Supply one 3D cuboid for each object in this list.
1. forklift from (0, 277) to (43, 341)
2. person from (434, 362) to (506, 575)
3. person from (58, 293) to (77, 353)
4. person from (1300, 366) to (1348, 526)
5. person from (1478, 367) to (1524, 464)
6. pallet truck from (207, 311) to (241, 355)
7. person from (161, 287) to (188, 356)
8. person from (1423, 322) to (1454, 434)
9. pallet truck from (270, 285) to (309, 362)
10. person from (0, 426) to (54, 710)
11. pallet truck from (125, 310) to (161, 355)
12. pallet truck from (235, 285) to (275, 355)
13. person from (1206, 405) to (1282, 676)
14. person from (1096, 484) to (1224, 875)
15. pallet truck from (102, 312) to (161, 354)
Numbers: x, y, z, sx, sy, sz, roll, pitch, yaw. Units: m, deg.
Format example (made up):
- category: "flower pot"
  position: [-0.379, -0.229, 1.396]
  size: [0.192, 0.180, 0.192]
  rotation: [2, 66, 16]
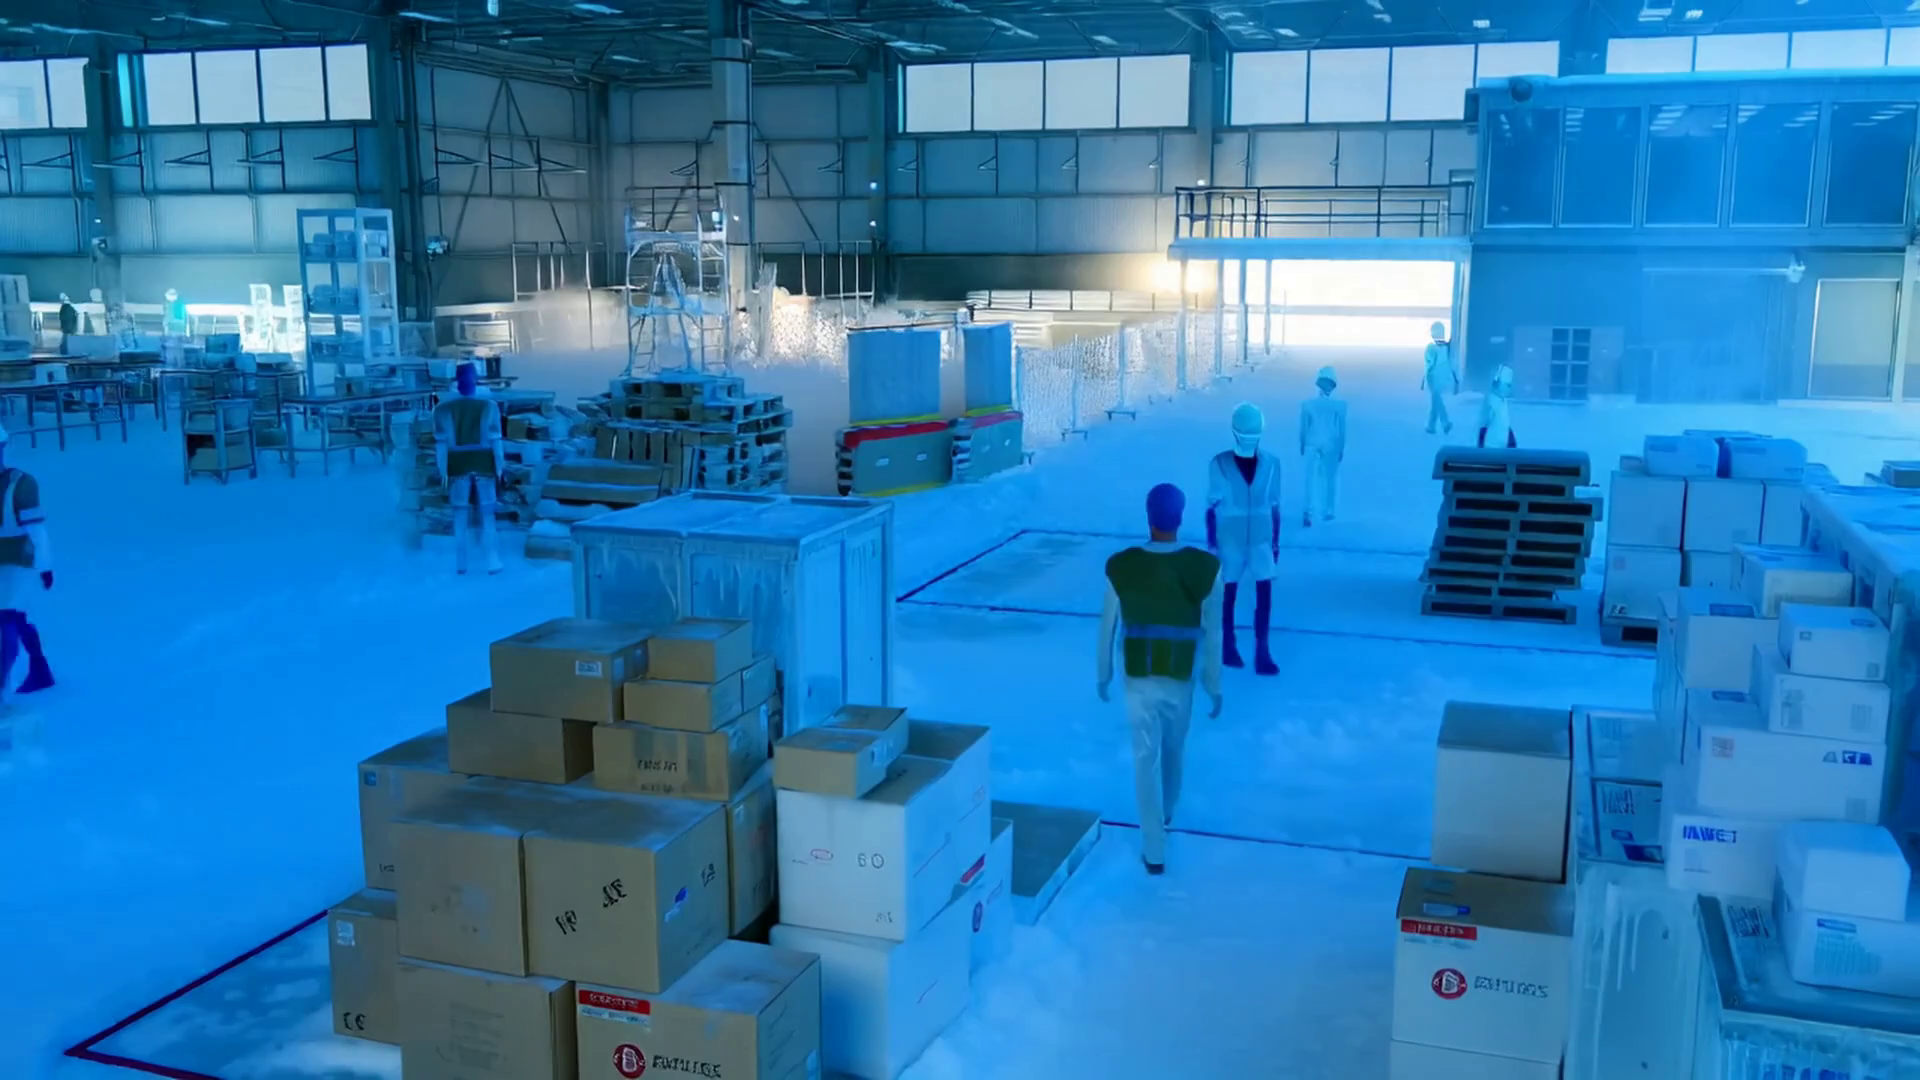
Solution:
- category: "forklift"
  position: [-27.151, -6.329, 46.328]
  size: [1.157, 1.987, 2.680]
  rotation: [3, 11, 17]
- category: "person"
  position: [-4.503, -0.653, 15.324]
  size: [0.618, 1.964, 0.361]
  rotation: [-2, 10, -13]
- category: "person"
  position: [-21.917, -5.158, 40.982]
  size: [0.952, 1.866, 0.639]
  rotation: [-3, 10, -15]
- category: "person"
  position: [3.918, -1.023, 18.049]
  size: [0.521, 1.736, 0.827]
  rotation: [4, 11, 22]
- category: "person"
  position: [5.455, -0.844, 16.818]
  size: [0.971, 1.818, 0.538]
  rotation: [6, 12, 31]
- category: "pallet truck"
  position: [-19.537, -5.575, 44.913]
  size: [0.653, 1.274, 1.630]
  rotation: [3, 11, 19]
- category: "person"
  position: [-18.523, -4.928, 39.226]
  size: [0.398, 2.039, 0.609]
  rotation: [8, 13, 37]
- category: "person"
  position: [7.718, -2.588, 26.686]
  size: [0.525, 1.818, 0.828]
  rotation: [-2, 10, -13]
- category: "pallet truck"
  position: [-17.147, -5.700, 43.663]
  size: [0.823, 1.965, 1.885]
  rotation: [3, 11, 17]
- category: "person"
  position: [-6.373, 0.153, 10.964]
  size: [0.564, 1.893, 0.966]
  rotation: [2, 10, 12]
- category: "pallet truck"
  position: [-22.038, -5.665, 45.457]
  size: [0.704, 1.261, 1.522]
  rotation: [3, 11, 17]
- category: "pallet truck"
  position: [-18.327, -5.835, 44.421]
  size: [0.823, 1.965, 1.885]
  rotation: [4, 11, 23]
- category: "person"
  position: [2.031, 0.012, 11.733]
  size: [0.559, 1.907, 0.828]
  rotation: [-1, 10, -5]
- category: "person"
  position: [0.986, 0.644, 8.298]
  size: [0.614, 1.862, 0.987]
  rotation: [0, 10, 2]
- category: "pallet truck"
  position: [-23.057, -5.777, 46.261]
  size: [0.680, 1.201, 1.601]
  rotation: [3, 11, 19]
